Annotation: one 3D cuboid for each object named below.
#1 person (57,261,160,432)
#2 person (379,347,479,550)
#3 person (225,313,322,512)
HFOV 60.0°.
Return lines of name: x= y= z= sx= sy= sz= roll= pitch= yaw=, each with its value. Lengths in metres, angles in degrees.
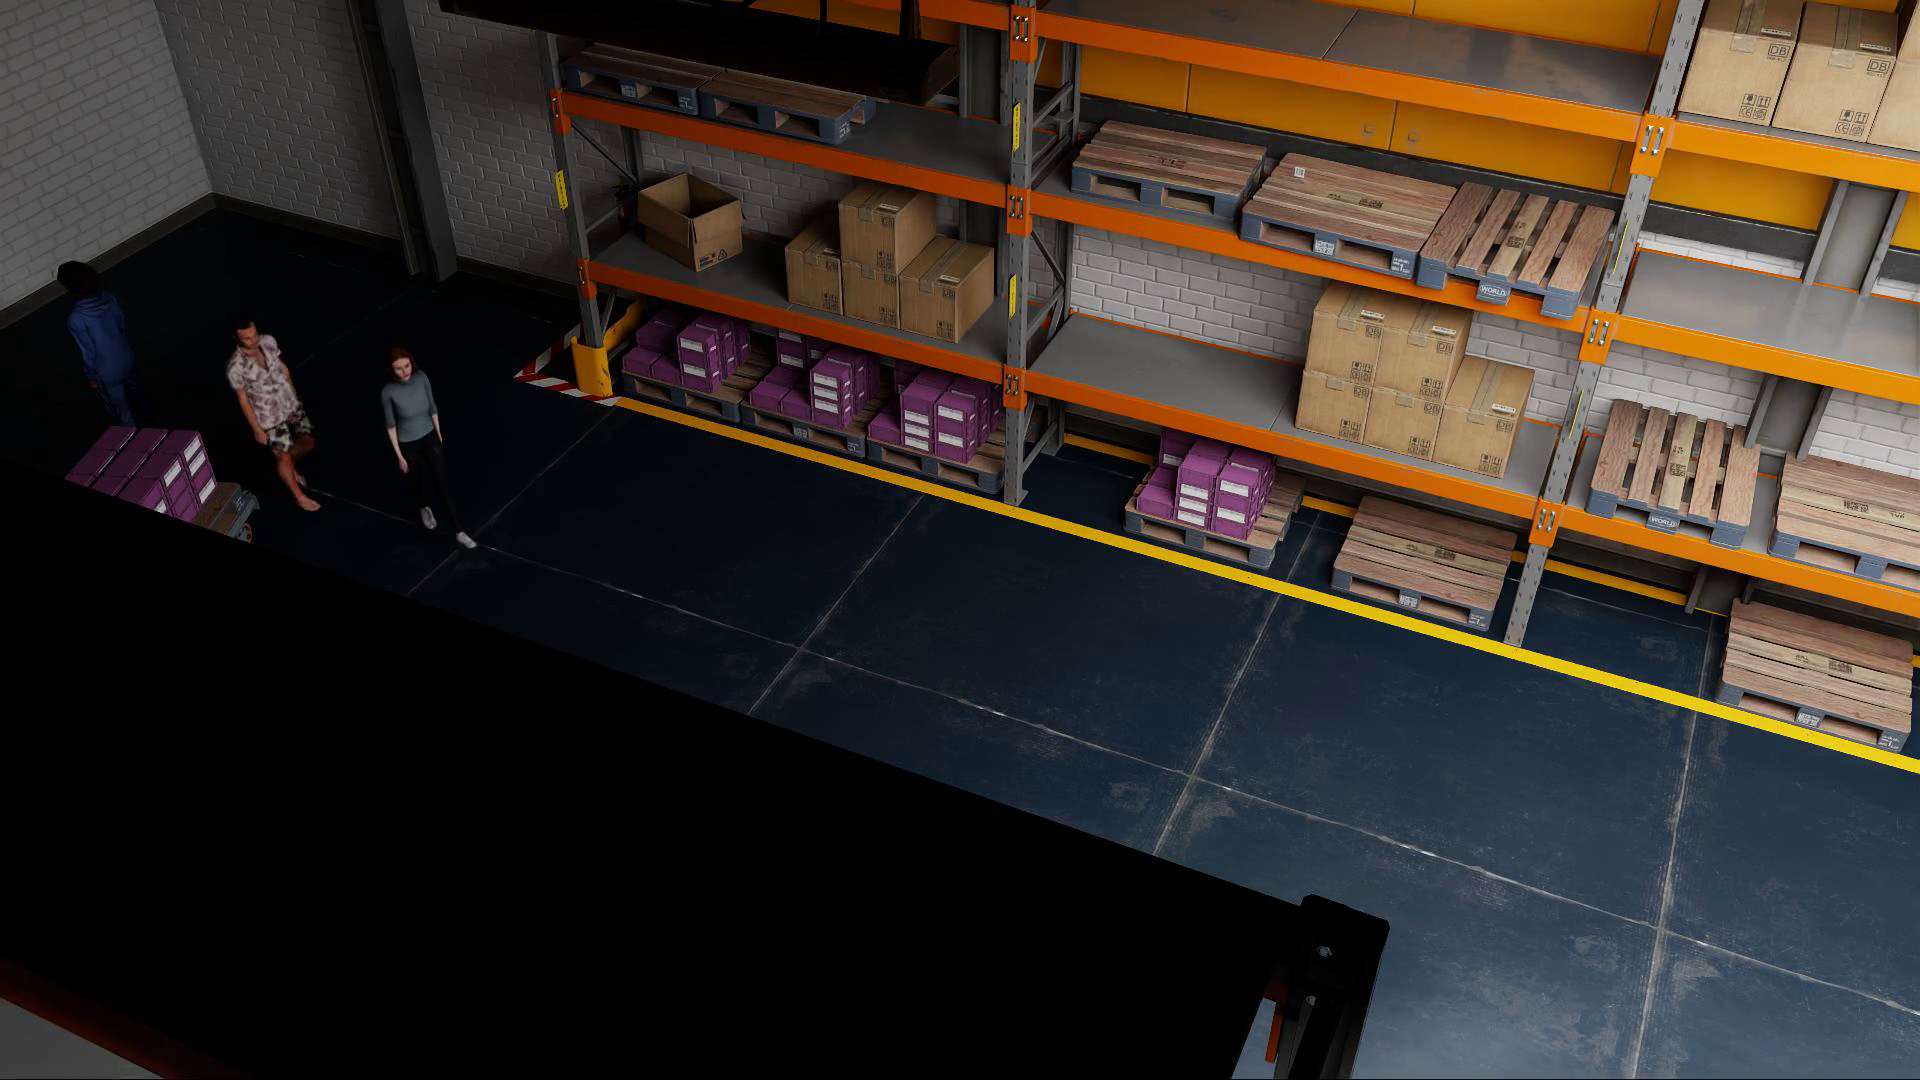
person: x=-6.898 y=-1.454 z=13.494 sx=0.591 sy=1.811 sz=0.688 roll=13 pitch=40 yaw=15
person: x=-4.184 y=-0.756 z=12.704 sx=0.912 sy=1.707 sz=1.143 roll=-26 pitch=45 yaw=-28
person: x=-5.422 y=-1.043 z=12.986 sx=0.736 sy=1.803 sz=0.739 roll=14 pitch=41 yaw=16
